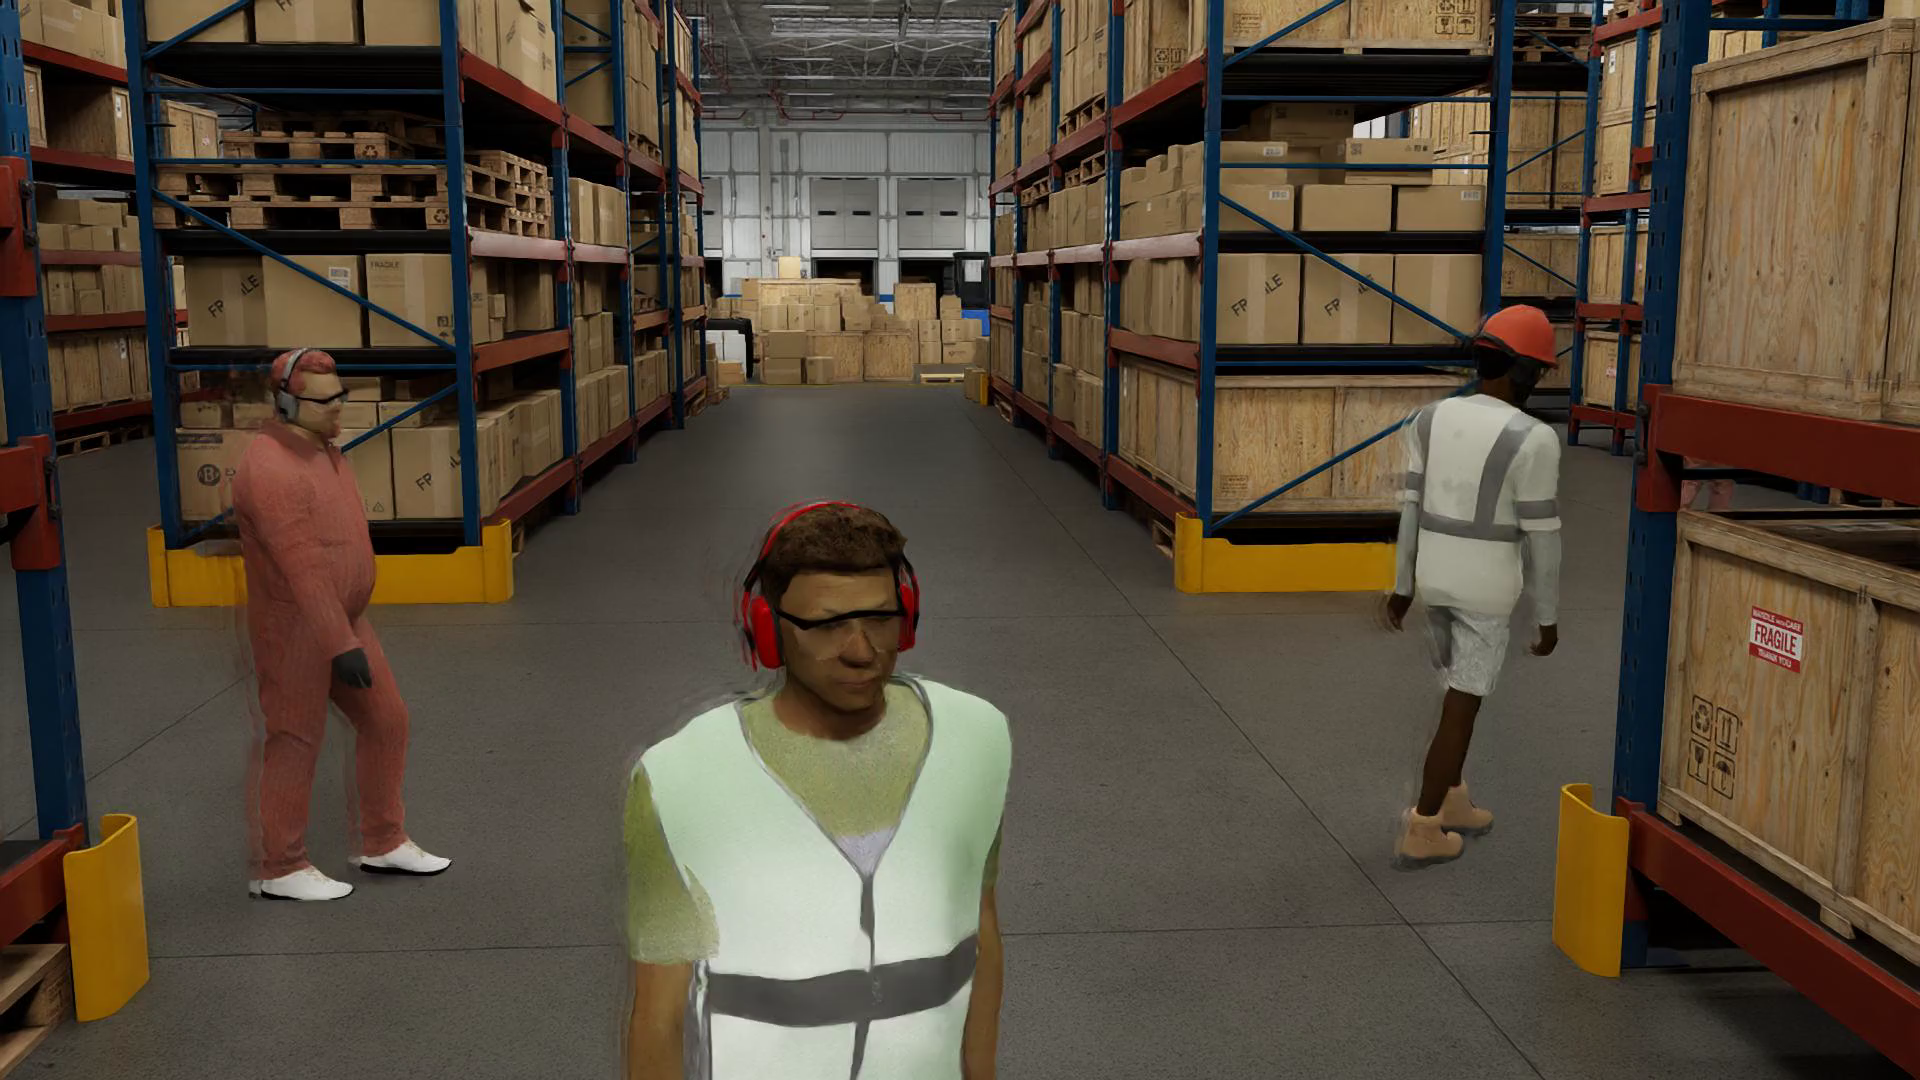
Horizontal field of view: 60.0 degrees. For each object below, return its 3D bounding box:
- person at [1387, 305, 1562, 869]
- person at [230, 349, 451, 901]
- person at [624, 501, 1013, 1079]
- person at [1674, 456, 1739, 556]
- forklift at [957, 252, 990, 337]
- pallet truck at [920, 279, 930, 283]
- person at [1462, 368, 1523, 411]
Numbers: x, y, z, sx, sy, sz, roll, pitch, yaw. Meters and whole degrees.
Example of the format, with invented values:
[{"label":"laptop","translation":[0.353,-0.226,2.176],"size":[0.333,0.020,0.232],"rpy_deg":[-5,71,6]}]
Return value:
[{"label":"person","translation":[1.892,0.178,5.936],"size":[0.755,2.006,0.638],"rpy_deg":[-5,10,-30]},{"label":"person","translation":[-2.057,0.308,5.544],"size":[0.737,1.875,0.652],"rpy_deg":[0,9,1]},{"label":"person","translation":[-0.154,0.853,2.283],"size":[0.591,1.817,0.704],"rpy_deg":[-4,10,-25]},{"label":"person","translation":[5.543,-0.778,12.329],"size":[0.648,1.887,0.706],"rpy_deg":[7,12,39]},{"label":"forklift","translation":[0.387,-7.328,50.344],"size":[1.129,2.768,1.873],"rpy_deg":[-1,9,-4]},{"label":"pallet truck","translation":[-0.932,-8.922,63.114],"size":[1.885,1.965,0.823],"rpy_deg":[2,9,13]},{"label":"person","translation":[4.362,-0.918,13.834],"size":[0.552,1.669,0.697],"rpy_deg":[0,9,-1]}]
